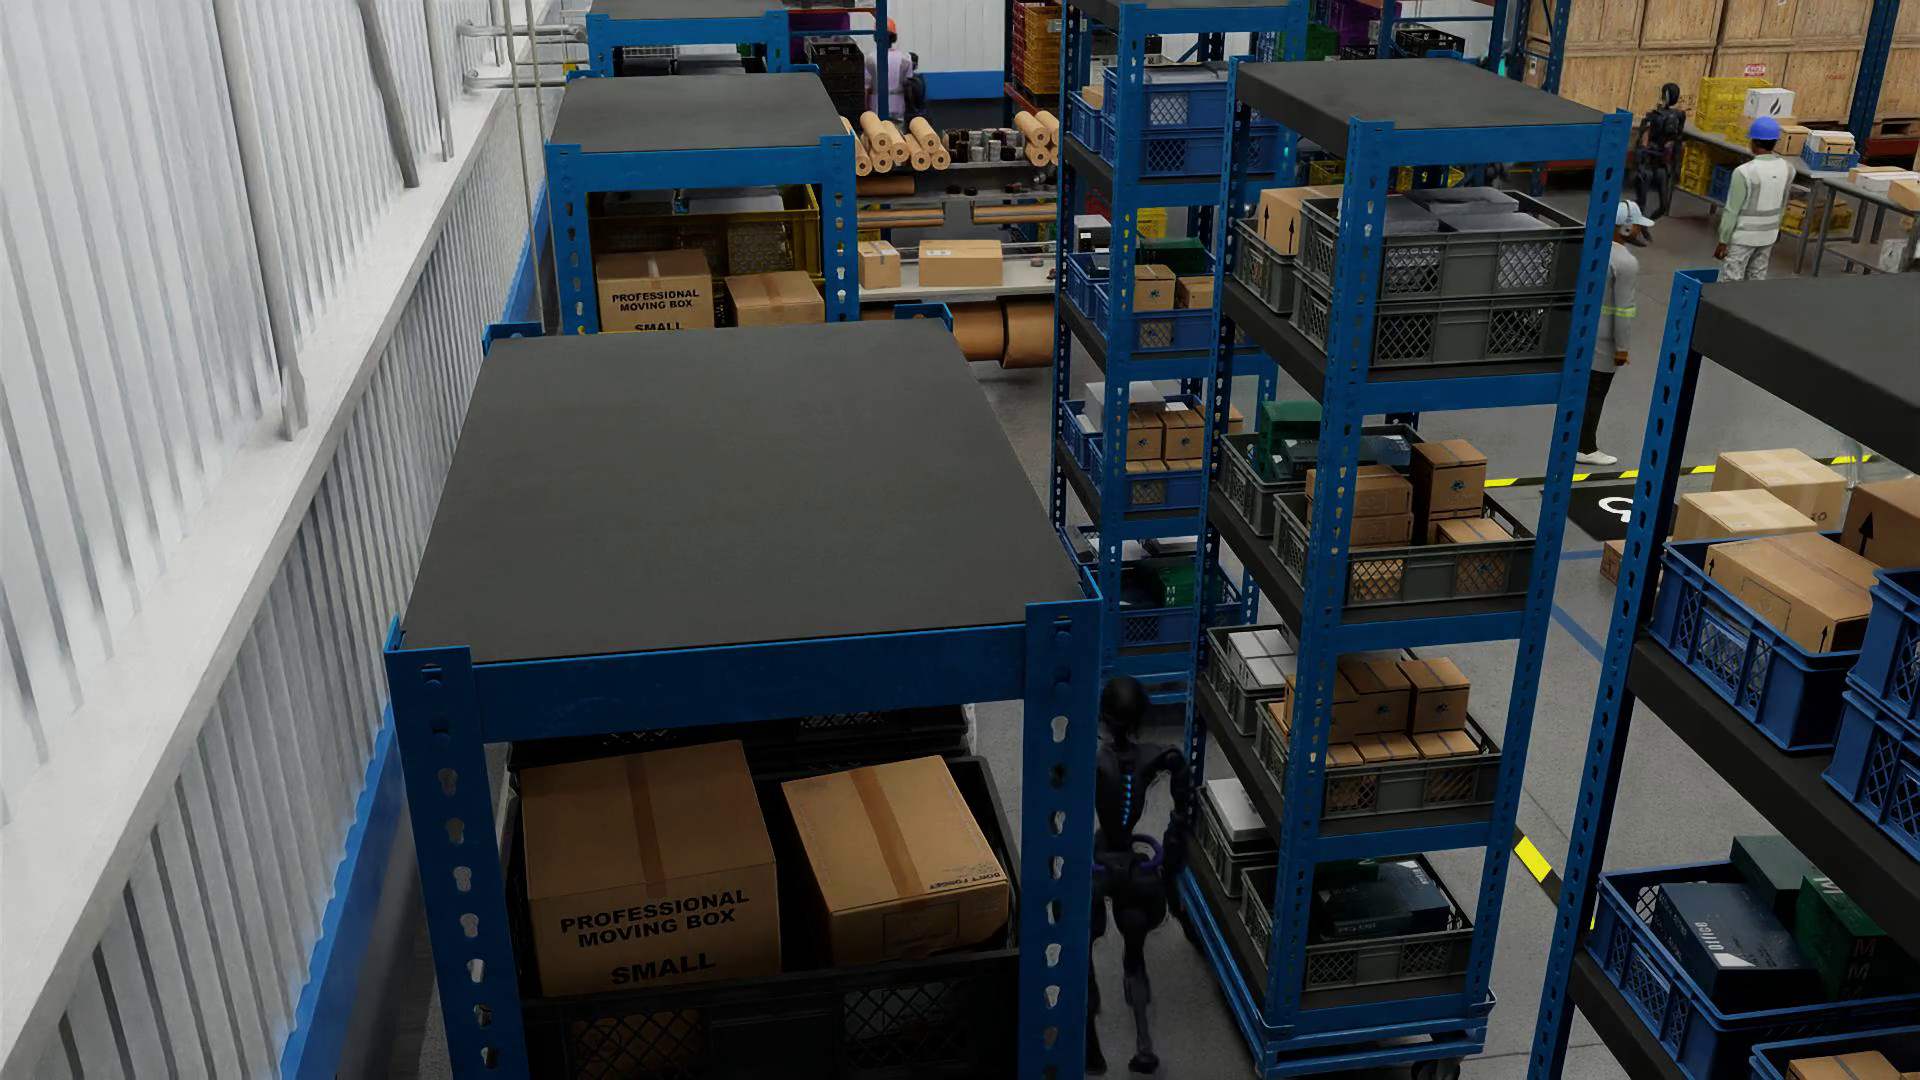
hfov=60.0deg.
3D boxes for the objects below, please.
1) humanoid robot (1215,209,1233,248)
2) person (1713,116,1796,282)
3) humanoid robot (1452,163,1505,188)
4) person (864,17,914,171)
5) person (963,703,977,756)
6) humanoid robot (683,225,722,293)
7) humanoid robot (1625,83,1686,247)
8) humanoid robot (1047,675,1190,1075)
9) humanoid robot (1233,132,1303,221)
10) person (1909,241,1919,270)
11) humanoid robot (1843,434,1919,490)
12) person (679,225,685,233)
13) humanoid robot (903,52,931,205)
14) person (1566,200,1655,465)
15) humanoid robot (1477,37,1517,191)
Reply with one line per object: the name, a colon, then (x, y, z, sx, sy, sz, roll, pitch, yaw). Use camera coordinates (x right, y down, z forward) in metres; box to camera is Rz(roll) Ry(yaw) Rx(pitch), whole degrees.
humanoid robot: (2.758, -3.743, 16.757, 0.558, 1.845, 0.782, 7, 26, 15)
person: (6.518, -2.514, 13.768, 0.606, 1.939, 0.414, -9, 26, -18)
humanoid robot: (5.321, -3.872, 17.023, 0.586, 1.645, 0.375, -3, 25, -7)
person: (-0.820, -4.782, 18.600, 0.623, 2.039, 0.413, -5, 25, -10)
person: (-0.135, 0.447, 7.445, 0.429, 1.841, 0.632, 18, 30, 34)
humanoid robot: (-2.258, -2.994, 15.151, 0.530, 1.853, 0.800, 7, 26, 16)
humanoid robot: (7.050, -3.822, 16.920, 0.610, 1.641, 0.365, -8, 26, -17)
humanoid robot: (0.532, 1.252, 5.902, 0.590, 1.645, 0.473, -5, 25, -10)
humanoid robot: (2.613, -2.744, 14.512, 0.560, 1.732, 1.034, 9, 26, 20)
person: (7.864, -2.241, 13.237, 0.338, 1.882, 0.583, -8, 26, -17)
humanoid robot: (6.146, -1.024, 10.791, 1.056, 1.728, 0.554, -11, 27, -23)
person: (-2.995, -3.993, 16.958, 0.603, 1.958, 0.390, 1, 25, 1)
humanoid robot: (-0.465, -4.619, 18.660, 0.423, 1.636, 0.612, 3, 25, 6)
person: (4.473, -1.437, 11.529, 0.394, 1.849, 0.596, -5, 25, -12)
humanoid robot: (6.245, -4.779, 18.968, 0.530, 1.799, 0.796, -20, 31, -37)
